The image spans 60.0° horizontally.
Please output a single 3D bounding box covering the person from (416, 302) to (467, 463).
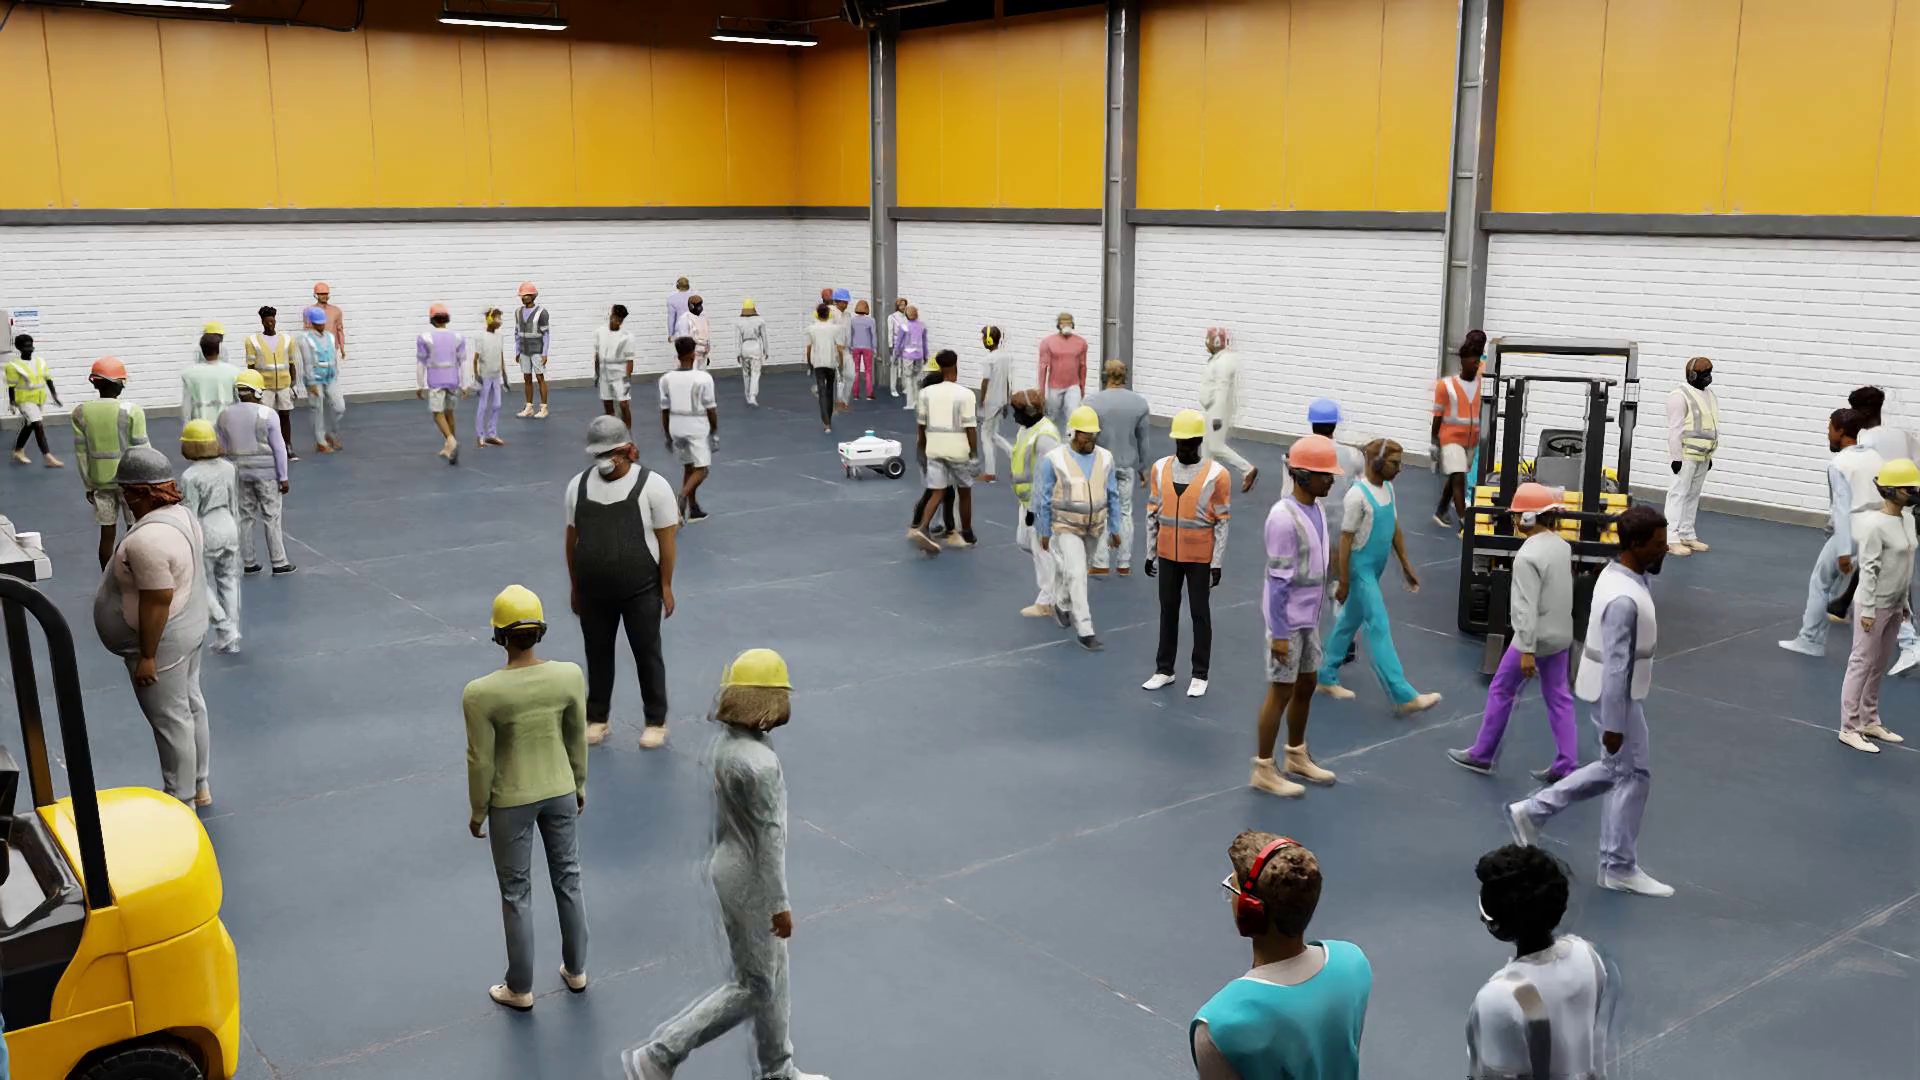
[{"bbox_3d":[-6.440,-1.968,20.830,0.603,2.013,0.862,-9,14,-36],"label":"person"}]

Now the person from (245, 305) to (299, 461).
[{"bbox_3d":[-8.603,-1.951,20.839,0.606,1.966,0.367,-9,15,-37],"label":"person"}]

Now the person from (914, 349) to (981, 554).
[{"bbox_3d":[-0.140,-0.815,15.499,0.664,1.915,0.904,6,13,27],"label":"person"}]

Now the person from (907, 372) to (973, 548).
[{"bbox_3d":[-0.224,-0.765,15.854,0.577,1.661,0.551,-2,12,-8],"label":"person"}]

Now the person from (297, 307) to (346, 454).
[{"bbox_3d":[-8.226,-2.049,21.442,0.465,1.917,0.607,6,13,27],"label":"person"}]

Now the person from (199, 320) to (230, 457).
[{"bbox_3d":[-9.367,-1.902,21.098,0.450,1.751,0.546,2,12,8],"label":"person"}]

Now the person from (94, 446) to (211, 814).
[{"bbox_3d":[-4.257,0.510,8.773,0.538,2.000,0.684,-2,12,-11],"label":"person"}]

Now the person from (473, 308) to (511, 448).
[{"bbox_3d":[-6.269,-2.149,22.121,0.439,1.843,0.576,6,13,28],"label":"person"}]

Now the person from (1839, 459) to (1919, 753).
[{"bbox_3d":[5.574,0.387,10.027,0.525,1.772,0.305,-9,15,-37],"label":"person"}]

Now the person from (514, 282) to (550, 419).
[{"bbox_3d":[-6.424,-2.832,24.908,0.607,2.044,0.378,5,13,24],"label":"person"}]

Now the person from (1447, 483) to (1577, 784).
[{"bbox_3d":[3.185,0.529,9.457,0.580,1.712,0.812,-11,16,-43],"label":"person"}]

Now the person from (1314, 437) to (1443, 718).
[{"bbox_3d":[2.719,0.233,10.746,0.957,1.783,0.495,8,14,34],"label":"person"}]

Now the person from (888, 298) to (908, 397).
[{"bbox_3d":[-0.984,-3.216,27.738,0.514,1.641,0.308,-9,15,-37],"label":"person"}]

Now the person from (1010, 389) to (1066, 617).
[{"bbox_3d":[0.680,-0.311,13.290,0.584,1.815,0.665,-2,12,-12],"label":"person"}]

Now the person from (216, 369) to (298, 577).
[{"bbox_3d":[-6.143,-0.579,14.553,0.586,1.826,0.403,1,12,7],"label":"person"}]

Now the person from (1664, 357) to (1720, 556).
[{"bbox_3d":[6.837,-0.788,15.526,0.626,1.844,0.429,-9,15,-37],"label":"person"}]

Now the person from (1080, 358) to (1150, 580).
[{"bbox_3d":[1.341,-0.615,14.494,0.645,1.925,0.376,-4,12,-18],"label":"person"}]

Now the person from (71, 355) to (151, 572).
[{"bbox_3d":[-6.840,-0.476,13.528,0.607,2.044,0.376,0,12,2],"label":"person"}]

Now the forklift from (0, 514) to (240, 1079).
[{"bbox_3d":[-3.687,1.115,5.480,2.313,2.155,1.214,-9,15,-36],"label":"forklift"}]

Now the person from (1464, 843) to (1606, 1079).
[{"bbox_3d":[1.490,1.587,4.503,0.565,1.640,0.870,-9,15,-37],"label":"person"}]

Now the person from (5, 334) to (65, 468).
[{"bbox_3d":[-11.475,-1.717,20.484,0.894,1.650,0.534,3,12,16],"label":"person"}]

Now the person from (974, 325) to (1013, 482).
[{"bbox_3d":[0.425,-1.562,19.281,0.540,1.845,0.525,7,14,31],"label":"person"}]

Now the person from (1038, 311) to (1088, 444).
[{"bbox_3d":[1.276,-1.929,20.897,0.640,1.912,0.922,-2,12,-11],"label":"person"}]

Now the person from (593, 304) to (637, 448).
[{"bbox_3d":[-4.607,-2.160,21.974,0.739,1.928,0.369,5,13,24],"label":"person"}]

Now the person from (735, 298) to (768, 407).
[{"bbox_3d":[-3.328,-2.975,26.418,0.491,1.708,0.851,1,12,4],"label":"person"}]

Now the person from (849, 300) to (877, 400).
[{"bbox_3d":[-1.600,-3.111,27.248,0.505,1.632,0.269,3,12,13],"label":"person"}]

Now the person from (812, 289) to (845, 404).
[{"bbox_3d":[-2.114,-3.147,26.934,0.598,1.824,1.047,-6,13,-26],"label":"person"}]

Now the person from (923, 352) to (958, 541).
[{"bbox_3d":[-0.170,-0.905,16.115,0.404,1.830,0.599,0,12,0],"label":"person"}]

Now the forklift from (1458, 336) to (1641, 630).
[{"bbox_3d":[4.683,-0.471,13.136,1.214,2.155,2.313,4,12,20],"label":"forklift"}]

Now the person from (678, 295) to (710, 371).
[{"bbox_3d":[-3.980,-2.772,25.106,0.430,1.844,0.624,6,13,26],"label":"person"}]

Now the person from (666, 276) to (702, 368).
[{"bbox_3d":[-4.753,-3.577,28.755,0.633,1.938,0.356,-6,13,-26],"label":"person"}]

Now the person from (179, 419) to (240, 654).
[{"bbox_3d":[-5.419,-0.013,12.043,0.352,1.735,0.499,5,13,23],"label":"person"}]

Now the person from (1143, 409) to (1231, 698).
[{"bbox_3d":[1.503,0.082,11.108,0.587,1.929,0.360,7,14,31],"label":"person"}]

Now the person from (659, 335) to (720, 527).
[{"bbox_3d":[-2.751,-1.089,16.738,0.615,1.942,0.807,5,13,24],"label":"person"}]

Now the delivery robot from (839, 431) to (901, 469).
[{"bbox_3d":[-1.070,-1.050,19.685,0.707,0.478,0.477,-5,12,-21],"label":"delivery robot"}]

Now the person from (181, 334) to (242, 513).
[{"bbox_3d":[-7.750,-1.190,17.335,0.623,1.897,0.541,-3,12,-16],"label":"person"}]

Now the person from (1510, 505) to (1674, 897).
[{"bbox_3d":[3.086,0.752,7.960,0.691,1.895,0.598,4,12,19],"label":"person"}]

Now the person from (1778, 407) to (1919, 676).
[{"bbox_3d":[6.404,0.004,11.739,0.573,1.844,1.035,-5,13,-25],"label":"person"}]

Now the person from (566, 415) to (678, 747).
[{"bbox_3d":[-2.067,0.246,10.047,0.690,2.000,0.535,2,12,10],"label":"person"}]

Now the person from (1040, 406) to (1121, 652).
[{"bbox_3d":[0.890,-0.129,12.486,0.603,1.791,0.938,-5,13,-22],"label":"person"}]

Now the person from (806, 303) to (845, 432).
[{"bbox_3d":[-1.923,-2.462,23.691,0.510,1.814,0.992,-3,12,-12],"label":"person"}]

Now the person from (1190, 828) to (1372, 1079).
[{"bbox_3d":[0.751,1.595,4.005,0.567,1.847,0.389,-11,16,-42],"label":"person"}]

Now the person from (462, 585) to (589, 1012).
[{"bbox_3d":[-1.769,1.052,6.822,0.522,1.769,0.310,-9,15,-38],"label":"person"}]

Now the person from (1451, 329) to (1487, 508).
[{"bbox_3d":[5.536,-1.291,17.806,0.389,1.910,0.584,9,15,36],"label":"person"}]

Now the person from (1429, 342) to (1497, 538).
[{"bbox_3d":[4.952,-1.004,16.417,0.620,1.914,1.016,-3,12,-15],"label":"person"}]

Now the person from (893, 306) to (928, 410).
[{"bbox_3d":[-0.797,-2.847,25.982,0.552,1.623,0.480,-8,14,-33],"label":"person"}]

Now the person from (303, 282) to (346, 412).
[{"bbox_3d":[-9.825,-2.982,25.742,0.611,1.997,0.375,-9,15,-37],"label":"person"}]

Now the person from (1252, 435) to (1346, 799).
[{"bbox_3d":[1.890,0.424,9.216,0.406,2.033,0.620,8,14,34],"label":"person"}]

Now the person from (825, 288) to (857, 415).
[{"bbox_3d":[-1.836,-2.851,25.285,0.594,1.926,0.604,11,16,42],"label":"person"}]

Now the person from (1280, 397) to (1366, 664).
[{"bbox_3d":[2.543,-0.032,11.664,0.613,1.934,0.550,-2,12,-11],"label":"person"}]

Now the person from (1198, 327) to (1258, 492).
[{"bbox_3d":[2.928,-1.425,18.476,0.676,1.891,0.649,0,12,-1],"label":"person"}]

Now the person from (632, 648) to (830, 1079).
[{"bbox_3d":[-0.838,1.253,5.992,0.667,1.699,0.552,-4,12,-18],"label":"person"}]

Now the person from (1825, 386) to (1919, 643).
[{"bbox_3d":[6.925,-0.209,12.618,0.617,1.880,1.039,-4,12,-20],"label":"person"}]
